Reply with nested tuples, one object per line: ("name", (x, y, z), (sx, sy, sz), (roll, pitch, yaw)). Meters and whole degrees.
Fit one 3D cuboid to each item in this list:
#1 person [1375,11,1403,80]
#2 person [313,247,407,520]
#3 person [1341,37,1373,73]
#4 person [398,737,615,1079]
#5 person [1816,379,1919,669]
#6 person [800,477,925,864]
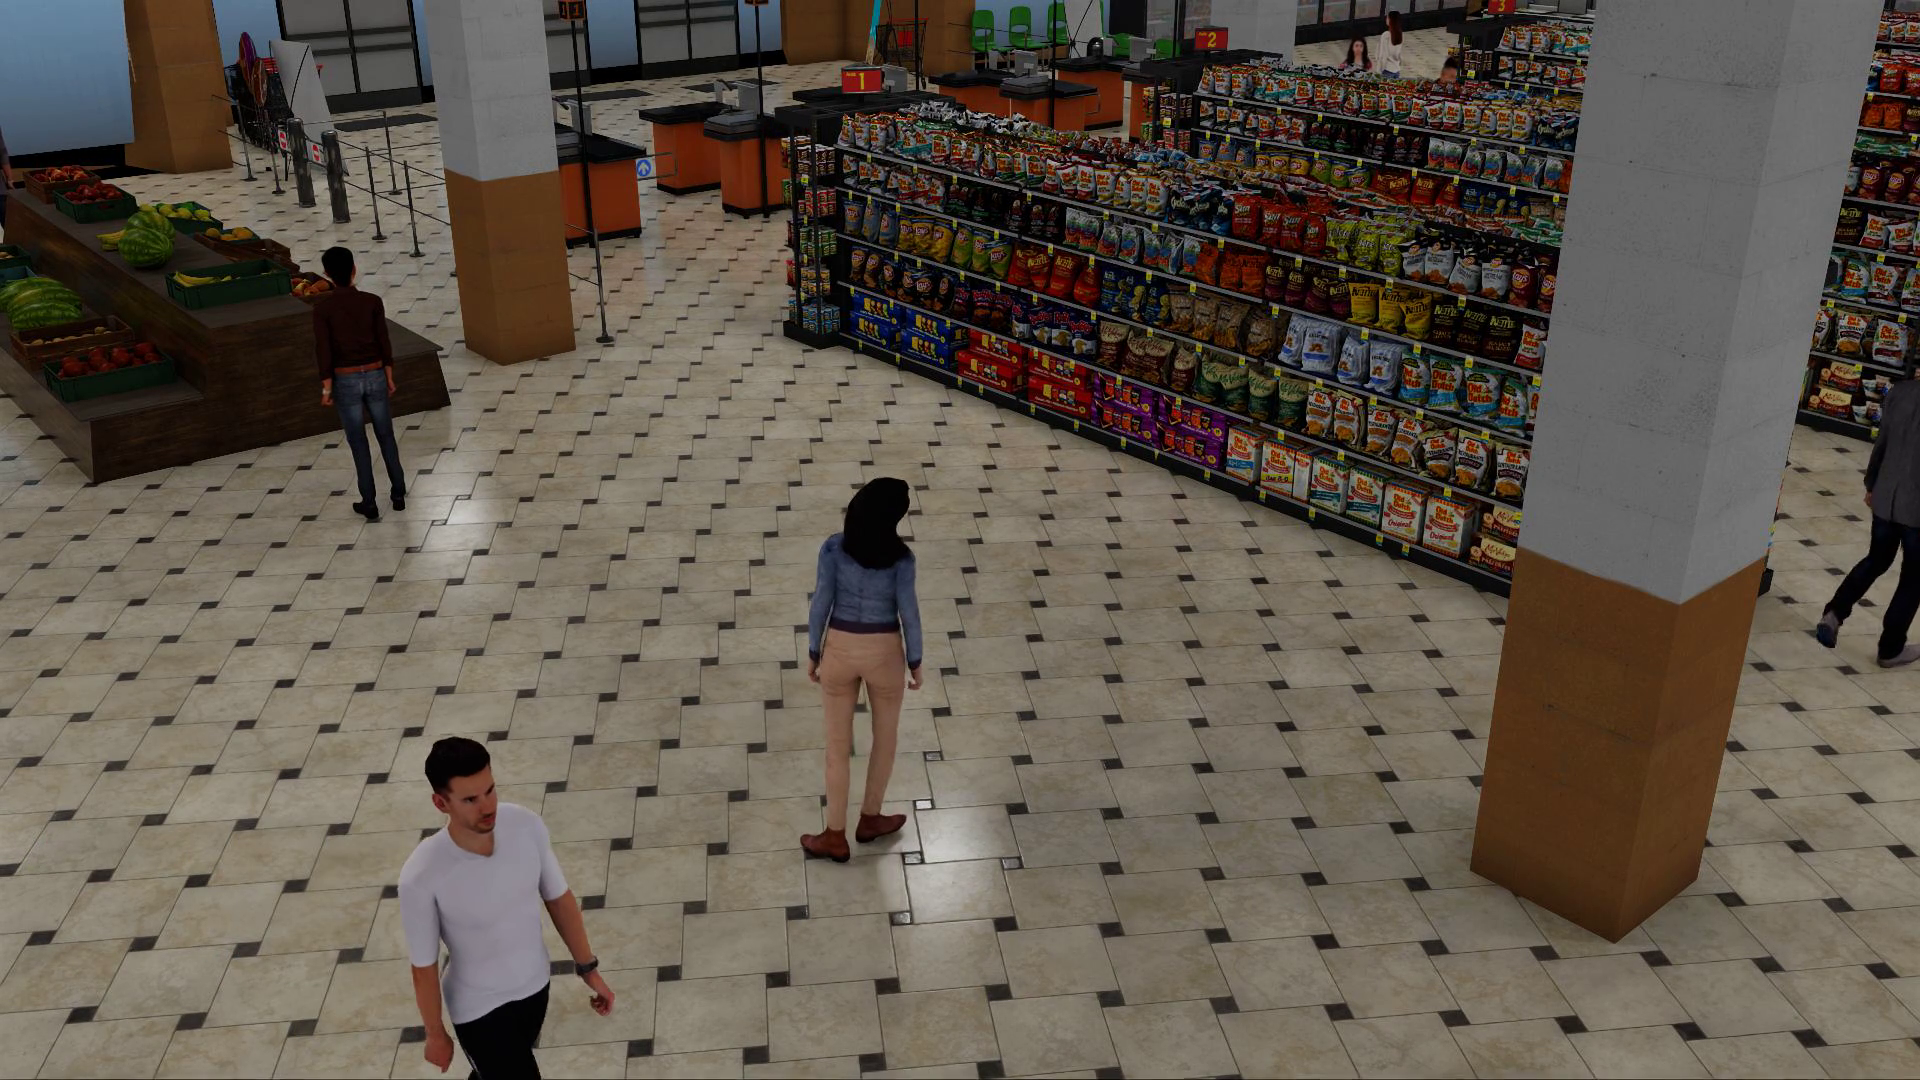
("person", (6.203, -6.775, 24.040), (0.608, 1.692, 0.543), (-17, 29, -34))
("person", (-3.878, -1.013, 10.767), (0.640, 1.777, 0.505), (-17, 29, -34))
("person", (5.185, -5.820, 22.013), (1.020, 1.568, 1.111), (0, 24, 1))
("person", (-1.490, 1.399, 5.214), (1.258, 1.810, 0.899), (16, 28, 32))
("person", (4.935, -0.171, 8.740), (0.887, 1.859, 0.928), (-11, 26, -23))
("person", (-0.441, 0.568, 7.201), (0.824, 1.740, 0.889), (-2, 24, -5))
